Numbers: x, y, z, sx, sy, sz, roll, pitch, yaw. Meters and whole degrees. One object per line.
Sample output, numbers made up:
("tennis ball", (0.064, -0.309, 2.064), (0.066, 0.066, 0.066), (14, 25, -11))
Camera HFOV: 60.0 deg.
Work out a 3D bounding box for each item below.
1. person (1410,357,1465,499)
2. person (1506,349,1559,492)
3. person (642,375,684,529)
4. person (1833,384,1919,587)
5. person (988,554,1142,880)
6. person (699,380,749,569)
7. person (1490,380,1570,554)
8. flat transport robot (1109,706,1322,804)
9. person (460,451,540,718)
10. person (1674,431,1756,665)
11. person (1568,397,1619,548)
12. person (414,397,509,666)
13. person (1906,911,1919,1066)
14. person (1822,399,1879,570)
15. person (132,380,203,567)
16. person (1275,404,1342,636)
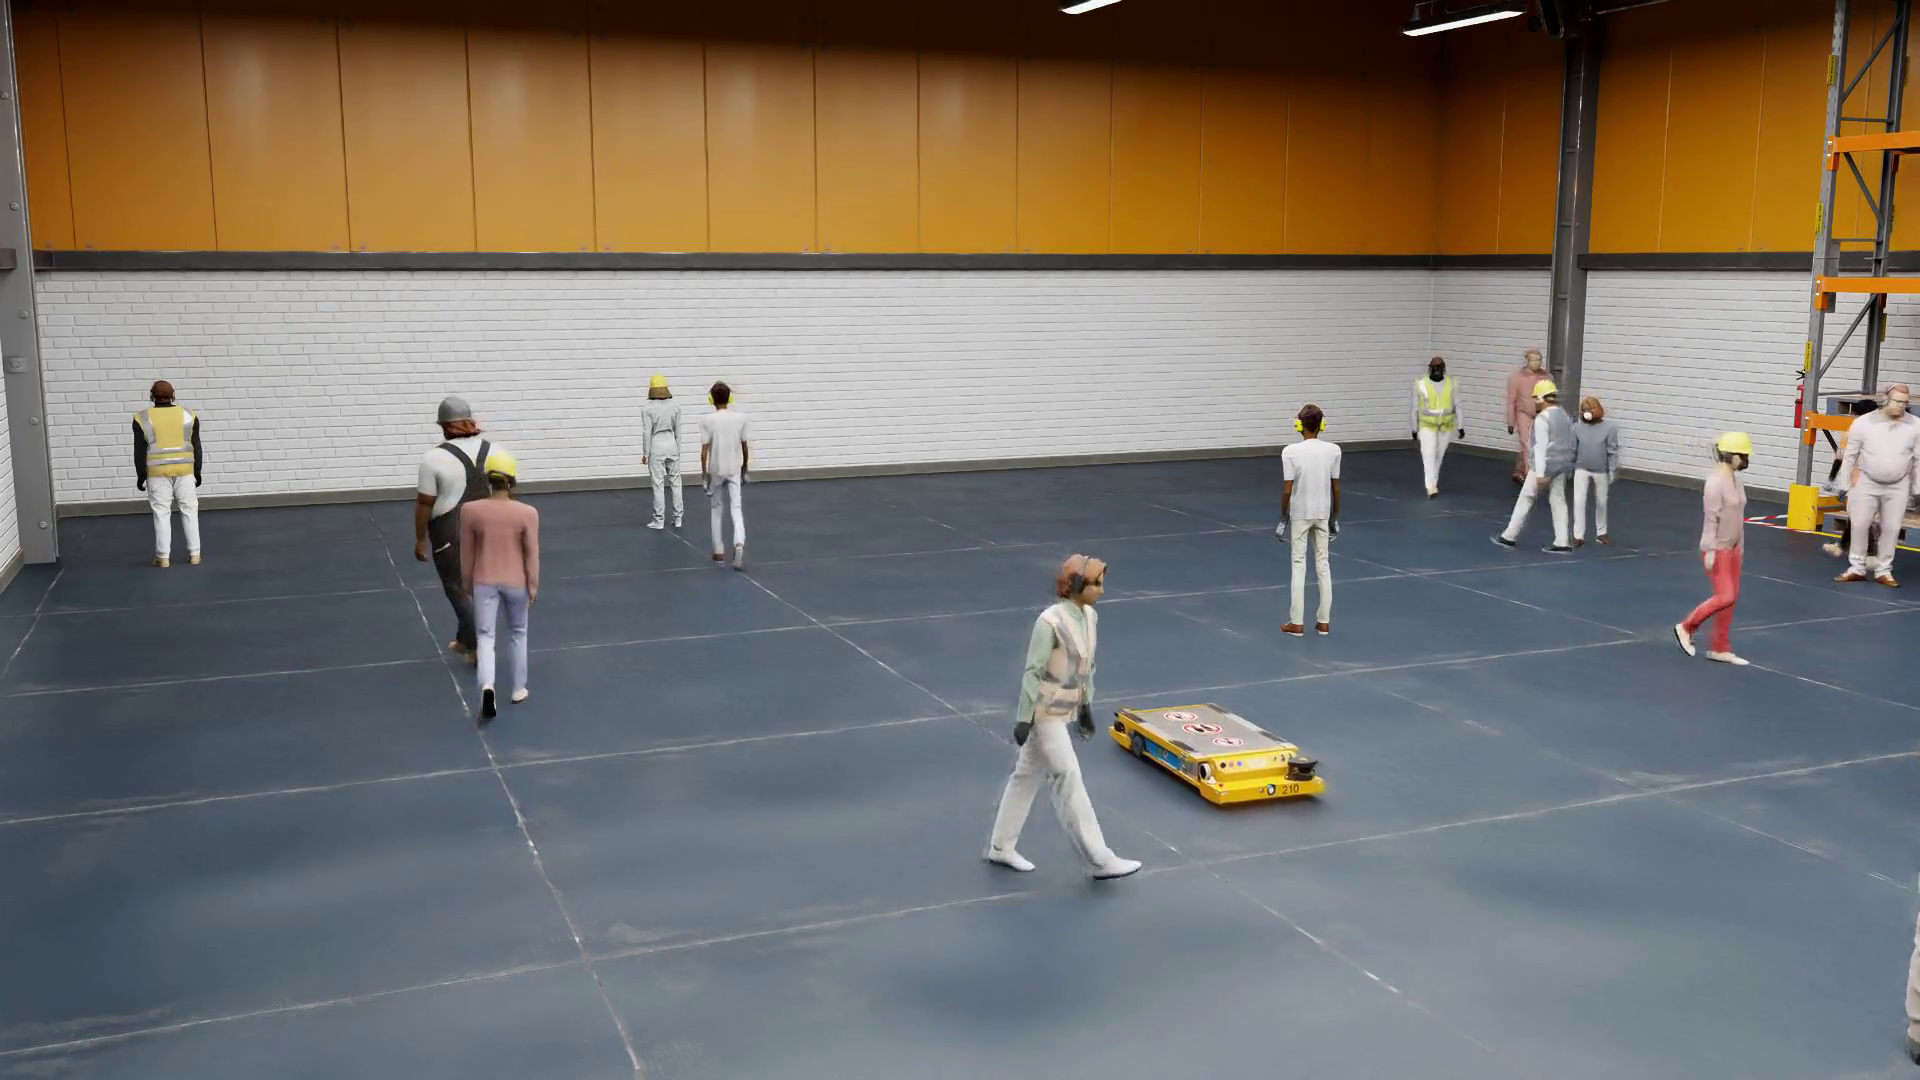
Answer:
("person", (6.108, -1.433, 21.281), (0.637, 1.794, 0.951), (0, 9, 2))
("person", (7.612, -1.609, 22.158), (0.649, 1.866, 0.978), (-2, 10, -13))
("person", (-3.375, -0.996, 18.797), (0.483, 1.738, 0.311), (-7, 12, -36))
("person", (8.507, -0.498, 15.345), (0.688, 1.890, 0.434), (3, 10, 20))
("person", (0.511, 0.855, 8.017), (0.843, 1.574, 0.513), (4, 10, 22))
("person", (-2.302, -0.644, 16.383), (0.510, 1.842, 0.820), (-2, 10, -14))
("person", (5.962, -0.756, 17.228), (0.580, 1.782, 0.868), (-8, 12, -39))
("flat transport robot", (1.470, 1.221, 9.790), (0.652, 0.197, 1.431), (-3, 10, -19))
("person", (-3.043, 0.288, 10.998), (0.524, 1.740, 0.751), (-2, 10, -10))
("person", (5.637, 0.064, 12.321), (0.552, 1.753, 0.422), (-8, 13, -41))
("person", (6.694, -0.722, 17.575), (0.515, 1.596, 0.599), (6, 11, 30))
("person", (-3.713, -0.095, 12.419), (0.889, 2.000, 0.690), (8, 13, 42))
("person", (2.943, 1.399, 4.648), (0.502, 1.618, 0.438), (0, 9, -3))
("person", (8.852, -0.564, 16.429), (0.539, 1.643, 0.860), (-3, 10, -17))
("person", (-7.803, -0.654, 16.405), (0.622, 1.845, 0.429), (-7, 12, -36))
("person", (2.790, -0.158, 13.341), (0.519, 1.865, 0.328), (-1, 9, -9))
